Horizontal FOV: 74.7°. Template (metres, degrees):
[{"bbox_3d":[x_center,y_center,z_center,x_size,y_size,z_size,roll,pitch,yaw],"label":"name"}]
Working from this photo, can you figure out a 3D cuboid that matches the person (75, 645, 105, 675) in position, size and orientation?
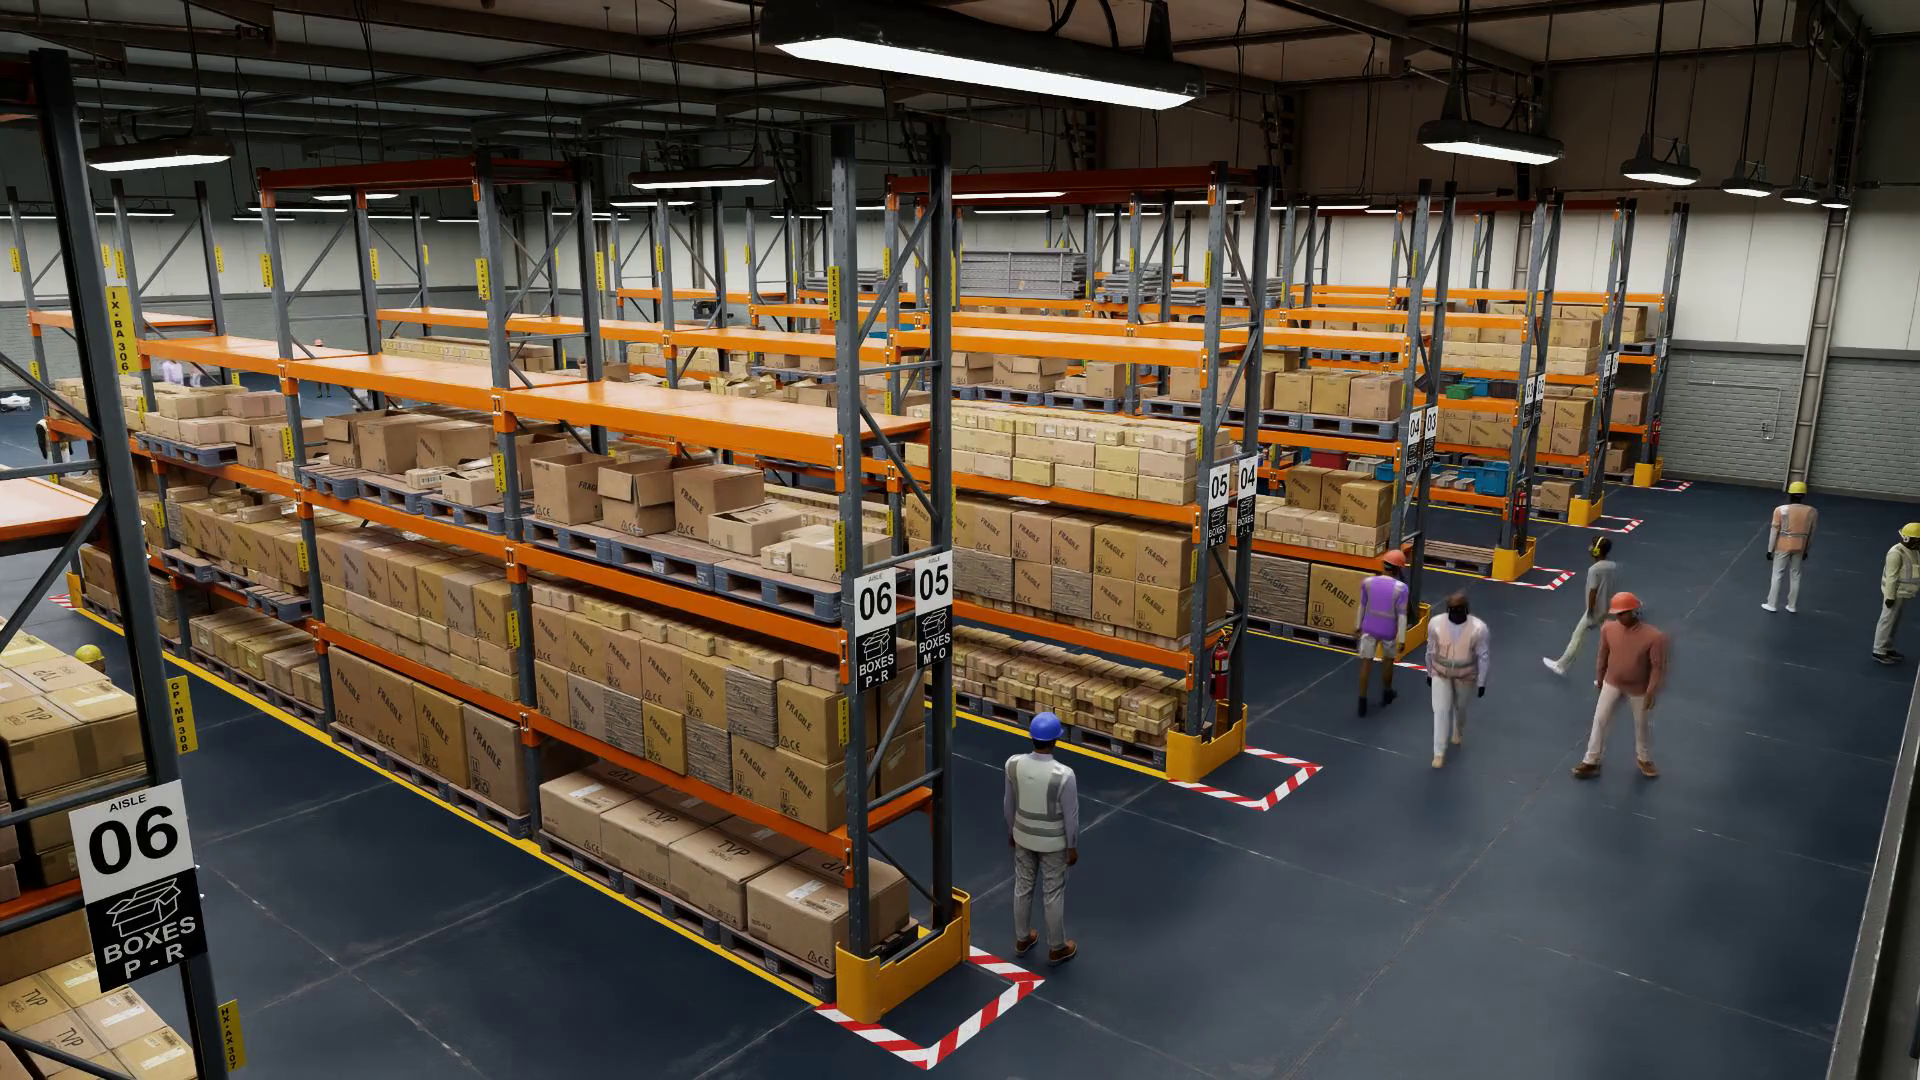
[{"bbox_3d":[-7.916,1.804,11.598,0.483,1.737,0.320,3,14,12],"label":"person"}]

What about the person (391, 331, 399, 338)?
[{"bbox_3d":[-22.525,-7.601,50.523,0.529,1.612,0.431,12,18,39],"label":"person"}]

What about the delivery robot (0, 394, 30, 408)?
[{"bbox_3d":[-29.290,-4.297,39.044,0.707,0.478,0.477,-3,14,-11],"label":"delivery robot"}]

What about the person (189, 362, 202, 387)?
[{"bbox_3d":[-25.322,-5.527,41.704,0.492,1.761,0.541,1,14,6],"label":"person"}]

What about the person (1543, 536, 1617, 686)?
[{"bbox_3d":[7.686,0.845,15.329,0.498,1.828,0.965,-7,15,-25],"label":"person"}]

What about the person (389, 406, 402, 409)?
[{"bbox_3d":[-16.701,-4.454,37.128,0.621,1.837,0.429,-1,14,-3],"label":"person"}]

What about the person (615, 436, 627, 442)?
[{"bbox_3d":[-6.002,-0.953,22.646,0.401,1.870,0.596,6,15,24],"label":"person"}]

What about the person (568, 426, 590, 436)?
[{"bbox_3d":[-7.729,-1.645,25.444,0.591,1.903,0.724,6,15,25],"label":"person"}]

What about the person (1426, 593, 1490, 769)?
[{"bbox_3d":[5.189,1.394,13.177,0.630,1.806,0.959,7,15,25],"label":"person"}]

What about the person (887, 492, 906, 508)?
[{"bbox_3d":[-0.906,0.208,17.794,0.642,1.913,0.408,-3,14,-10],"label":"person"}]

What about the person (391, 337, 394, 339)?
[{"bbox_3d":[-21.058,-6.741,46.841,0.546,1.682,0.524,-5,14,-19],"label":"person"}]

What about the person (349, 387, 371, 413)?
[{"bbox_3d":[-16.734,-4.032,35.141,0.484,1.954,0.608,7,15,27],"label":"person"}]

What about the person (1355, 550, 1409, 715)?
[{"bbox_3d":[4.850,1.031,14.474,0.632,1.876,0.933,10,17,34],"label":"person"}]

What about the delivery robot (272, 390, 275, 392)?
[{"bbox_3d":[-21.740,-4.633,39.885,0.335,0.223,0.698,-4,14,-17],"label":"delivery robot"}]

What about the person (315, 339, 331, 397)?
[{"bbox_3d":[-21.465,-5.770,42.328,0.545,1.938,0.357,-5,15,-20],"label":"person"}]

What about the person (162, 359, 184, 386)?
[{"bbox_3d":[-23.919,-4.763,38.306,0.797,1.883,0.655,5,14,19],"label":"person"}]

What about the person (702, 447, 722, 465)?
[{"bbox_3d":[-4.591,-1.051,23.019,0.832,1.901,0.586,7,15,27],"label":"person"}]

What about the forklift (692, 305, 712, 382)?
[{"bbox_3d":[-9.511,-7.392,47.124,1.873,2.768,1.129,11,17,38],"label":"forklift"}]

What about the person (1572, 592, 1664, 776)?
[{"bbox_3d":[6.722,1.454,12.660,0.652,1.940,0.824,13,19,43],"label":"person"}]

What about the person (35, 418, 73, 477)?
[{"bbox_3d":[-19.170,-1.921,26.720,0.430,1.838,0.632,5,14,19],"label":"person"}]

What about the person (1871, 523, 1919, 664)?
[{"bbox_3d":[12.009,0.664,16.084,0.600,1.827,0.404,-10,17,-34],"label":"person"}]

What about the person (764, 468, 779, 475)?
[{"bbox_3d":[-4.345,-2.329,28.670,0.534,1.698,0.318,-5,15,-21],"label":"person"}]

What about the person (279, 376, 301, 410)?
[{"bbox_3d":[-20.857,-5.000,39.155,0.371,1.940,0.627,10,17,35],"label":"person"}]

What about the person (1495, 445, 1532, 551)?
[{"bbox_3d":[9.467,-0.690,21.520,0.597,1.901,0.490,-7,15,-25],"label":"person"}]

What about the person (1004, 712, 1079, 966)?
[{"bbox_3d":[0.615,2.220,9.434,0.602,1.949,0.396,9,16,32],"label":"person"}]

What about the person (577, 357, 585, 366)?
[{"bbox_3d":[-11.143,-4.506,37.324,0.327,1.842,0.517,-3,14,-10],"label":"person"}]

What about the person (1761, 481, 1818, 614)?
[{"bbox_3d":[11.990,0.103,18.215,0.604,1.919,0.397,2,14,6],"label":"person"}]
